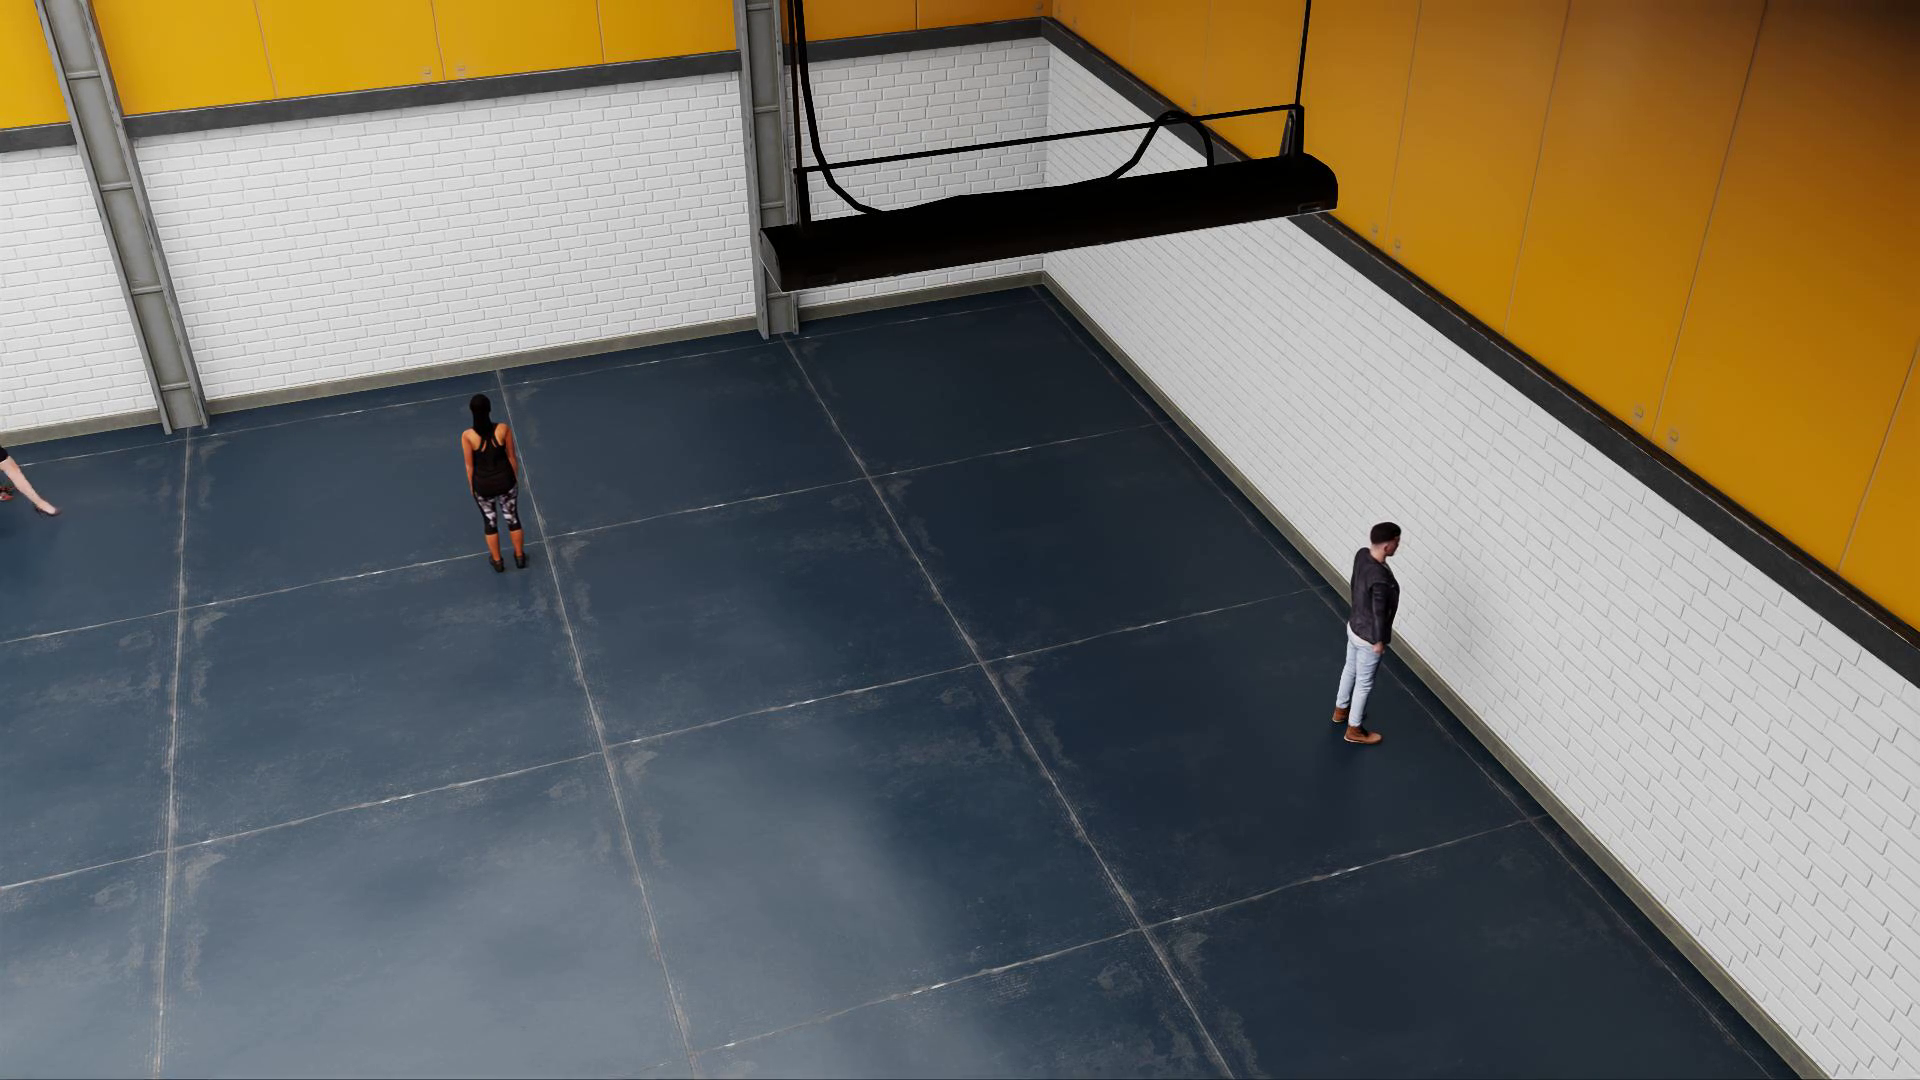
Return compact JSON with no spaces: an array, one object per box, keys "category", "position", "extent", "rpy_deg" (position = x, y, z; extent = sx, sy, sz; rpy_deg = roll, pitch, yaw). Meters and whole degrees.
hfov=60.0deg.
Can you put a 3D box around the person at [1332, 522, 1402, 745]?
[{"category":"person","position":[2.939,0.657,12.026],"extent":[0.616,1.835,0.695],"rpy_deg":[-5,34,-7]}]

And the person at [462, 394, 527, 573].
[{"category":"person","position":[-3.899,-0.488,13.904],"extent":[0.483,1.664,0.651],"rpy_deg":[-16,37,-23]}]
